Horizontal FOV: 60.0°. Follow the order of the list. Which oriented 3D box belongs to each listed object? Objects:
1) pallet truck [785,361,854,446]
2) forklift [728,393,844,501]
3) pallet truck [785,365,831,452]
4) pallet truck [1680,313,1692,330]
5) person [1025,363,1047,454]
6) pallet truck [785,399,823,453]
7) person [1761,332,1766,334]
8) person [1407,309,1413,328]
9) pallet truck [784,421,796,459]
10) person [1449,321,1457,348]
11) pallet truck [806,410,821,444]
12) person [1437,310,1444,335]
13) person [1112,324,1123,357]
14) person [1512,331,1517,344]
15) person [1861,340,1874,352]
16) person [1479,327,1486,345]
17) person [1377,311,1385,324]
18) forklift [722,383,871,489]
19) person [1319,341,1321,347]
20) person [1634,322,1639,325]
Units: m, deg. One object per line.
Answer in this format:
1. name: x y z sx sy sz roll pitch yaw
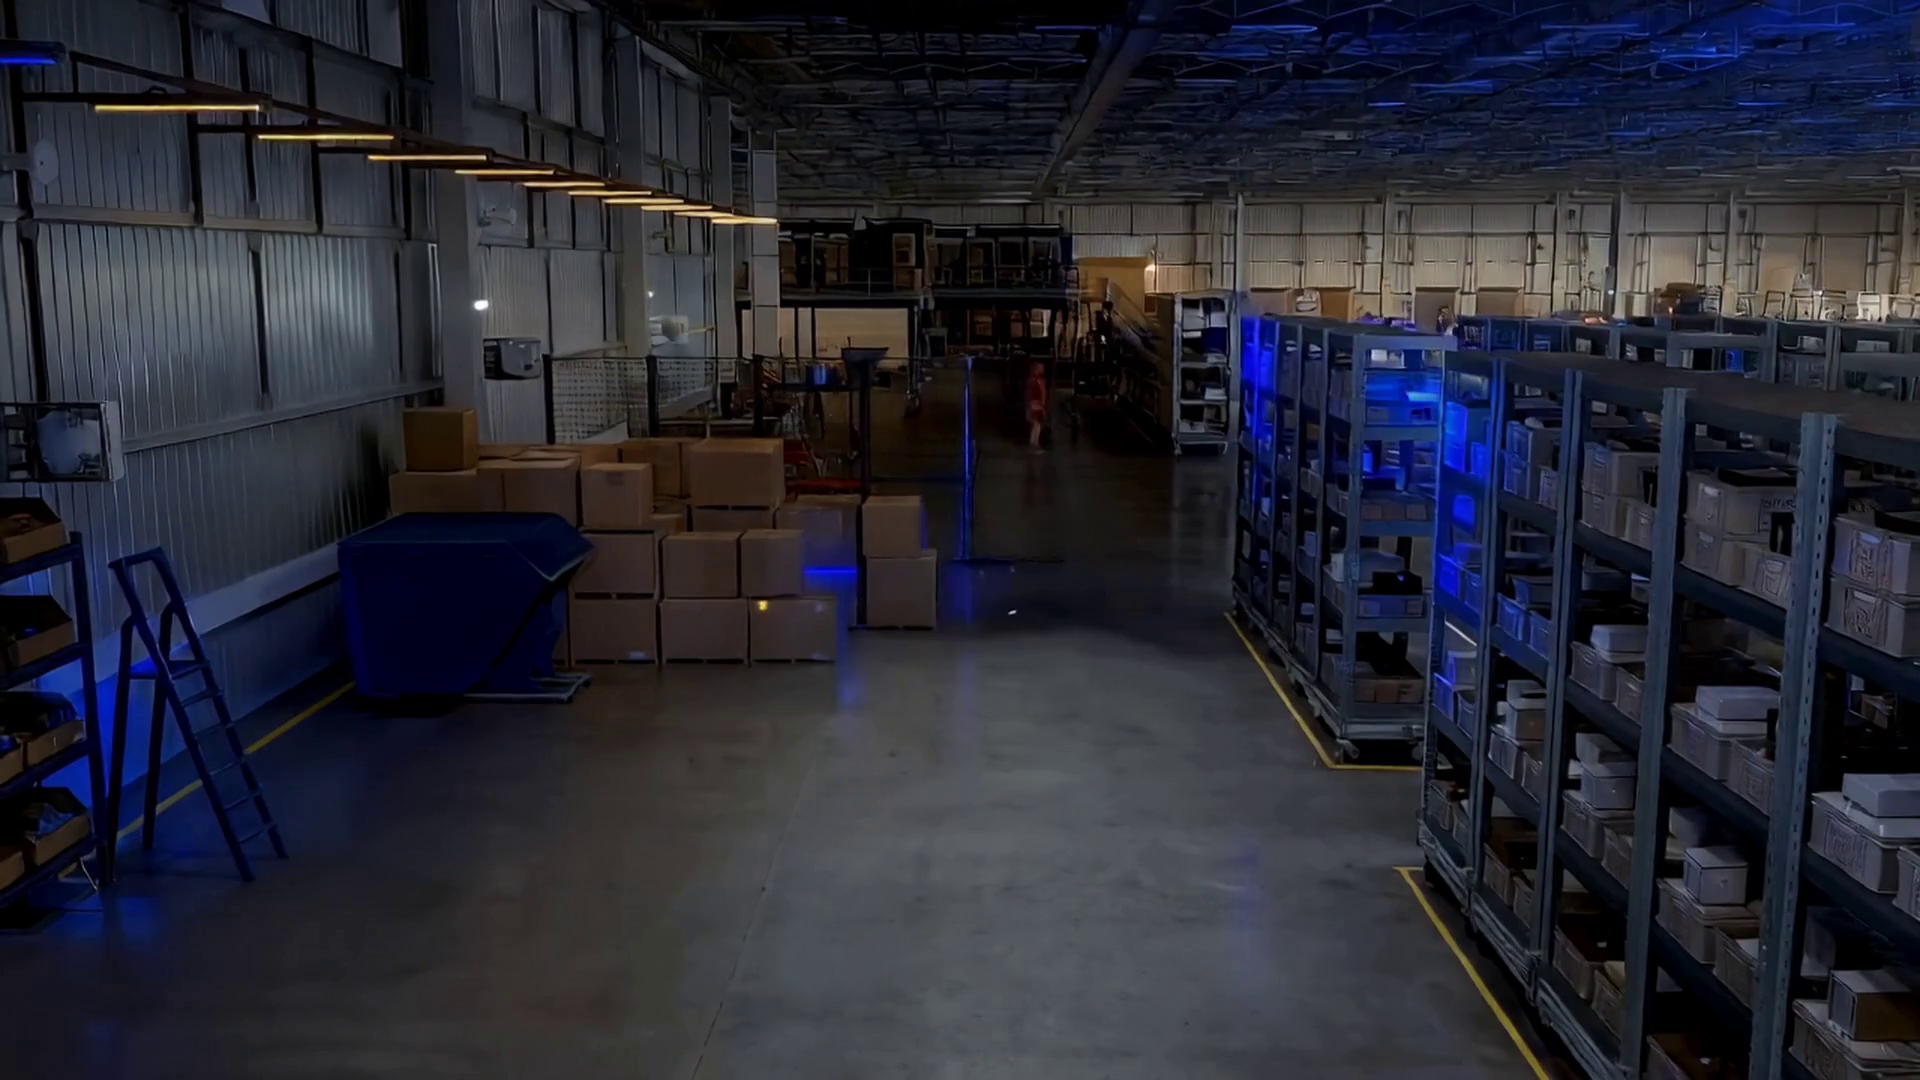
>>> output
1. pallet truck: -3.410 -3.193 38.978 1.885 1.965 0.823 0 9 -1
2. forklift: -2.979 -1.316 26.476 2.680 1.987 1.157 0 9 1
3. pallet truck: -3.774 -2.976 37.635 1.885 1.965 0.823 1 9 5
4. pallet truck: 36.315 -10.531 84.244 0.823 1.965 1.885 -6 11 -33
5. person: 1.733 -2.942 37.315 0.420 2.032 0.632 9 13 43
6. pallet truck: -3.814 -2.432 36.419 1.630 1.274 0.653 0 9 1
7. person: 30.366 -6.988 62.850 0.621 1.852 0.532 2 9 12
8. person: 25.594 -12.175 94.634 0.398 1.918 0.586 5 11 30
9. pallet truck: -4.013 -1.793 32.705 1.601 1.201 0.680 0 9 1
10. person: 22.567 -9.151 76.351 0.952 1.792 0.533 -3 10 -19
11. pallet truck: -3.559 -2.018 33.905 1.522 1.261 0.704 0 9 -1
12. person: 26.410 -11.676 91.454 0.396 1.946 0.617 -1 9 -4
13. person: 7.523 -9.689 79.480 0.588 1.862 0.539 -1 9 -9
14. person: 20.003 -6.546 59.751 0.361 1.964 0.616 -4 10 -23
15. person: 32.519 -6.499 59.558 0.553 1.934 0.366 -4 10 -21
16. person: 24.560 -9.492 78.016 0.353 1.936 0.633 9 13 43
17. person: 23.590 -11.898 93.201 0.455 1.823 0.651 2 9 13
18. forklift: -2.893 -1.687 28.729 2.680 1.987 1.157 0 9 -1
19. person: 14.302 -7.392 65.061 0.545 1.938 0.358 -1 9 -6
20. person: 29.034 -8.392 71.426 0.466 1.922 0.637 1 9 8
